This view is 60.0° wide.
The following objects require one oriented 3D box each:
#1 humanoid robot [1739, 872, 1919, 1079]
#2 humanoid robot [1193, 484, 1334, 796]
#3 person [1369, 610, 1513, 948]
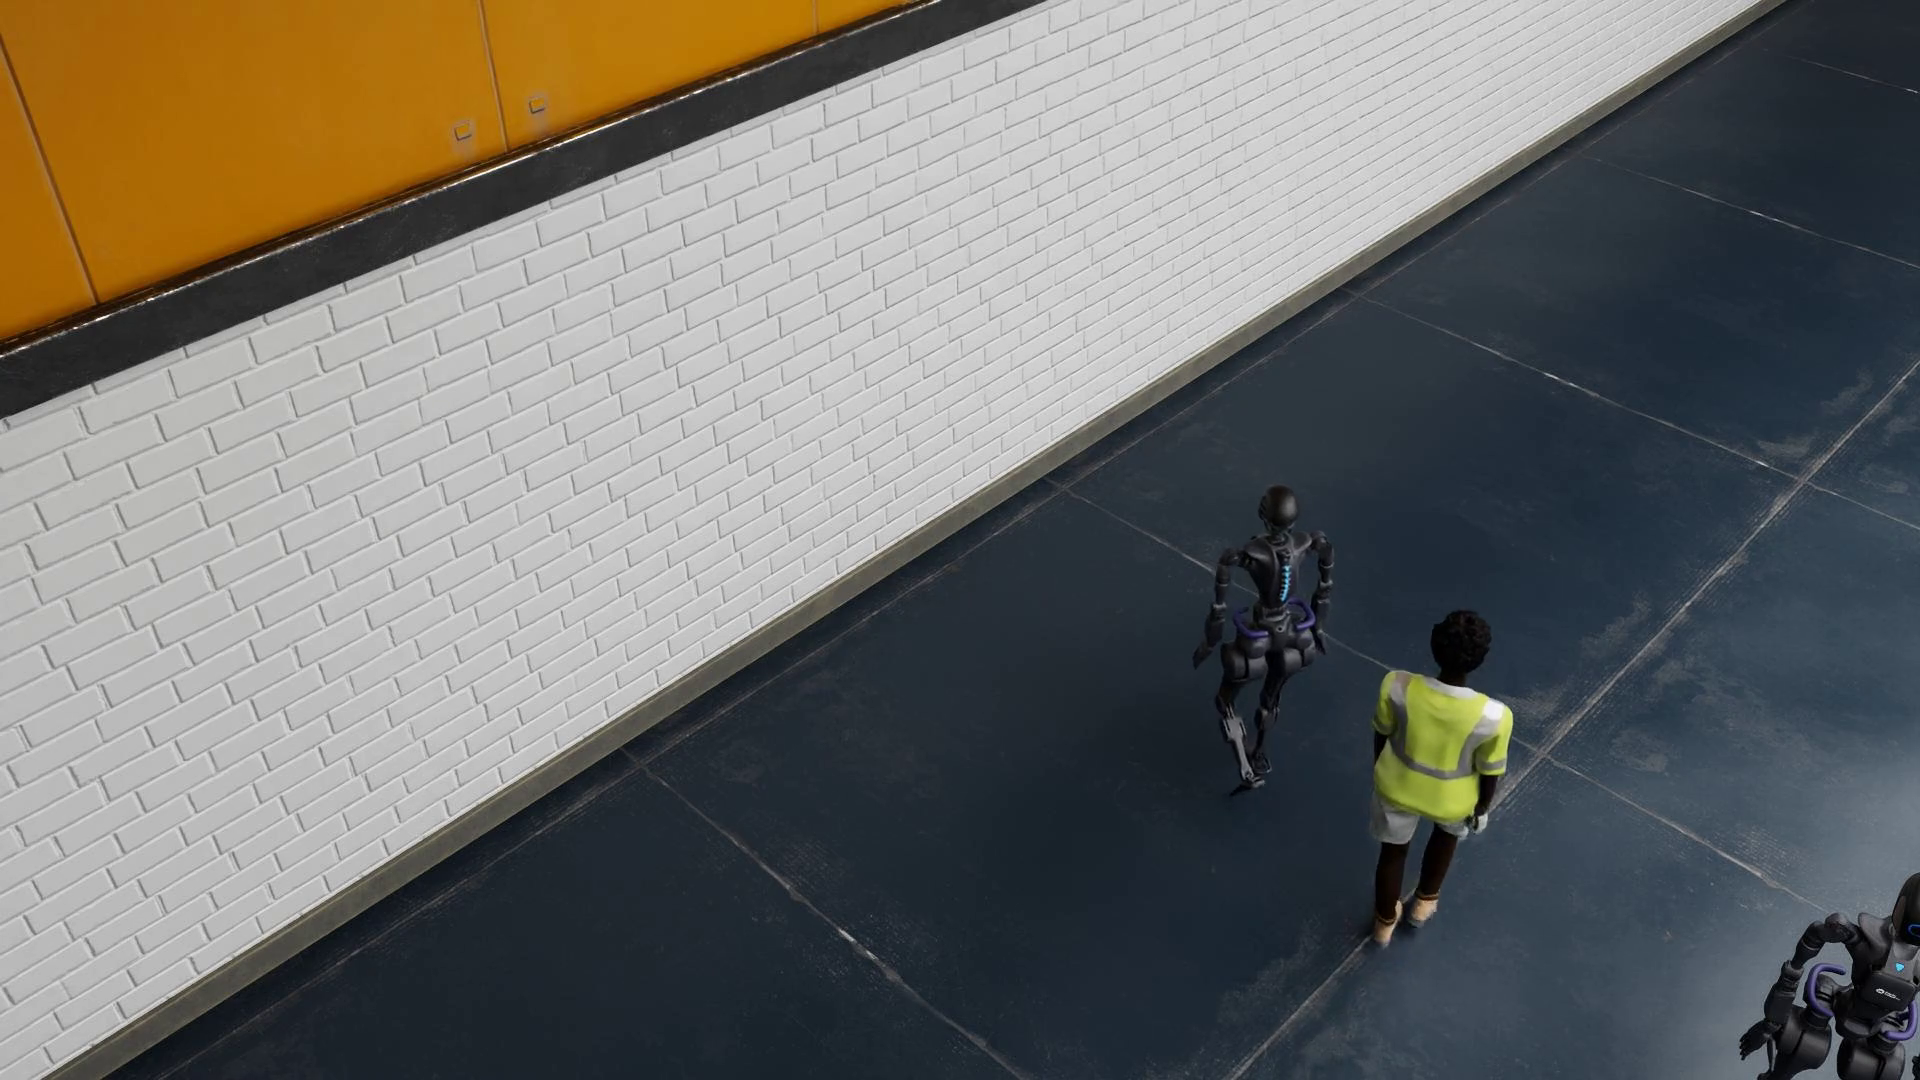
[{"bbox_3d":[3.020,1.701,5.654,0.599,1.657,0.315,17,42,20],"label":"humanoid robot"},{"bbox_3d":[1.357,0.460,7.219,0.600,1.637,0.484,-8,39,-9],"label":"humanoid robot"},{"bbox_3d":[1.863,0.941,6.607,0.534,1.674,0.517,16,41,19],"label":"person"}]
